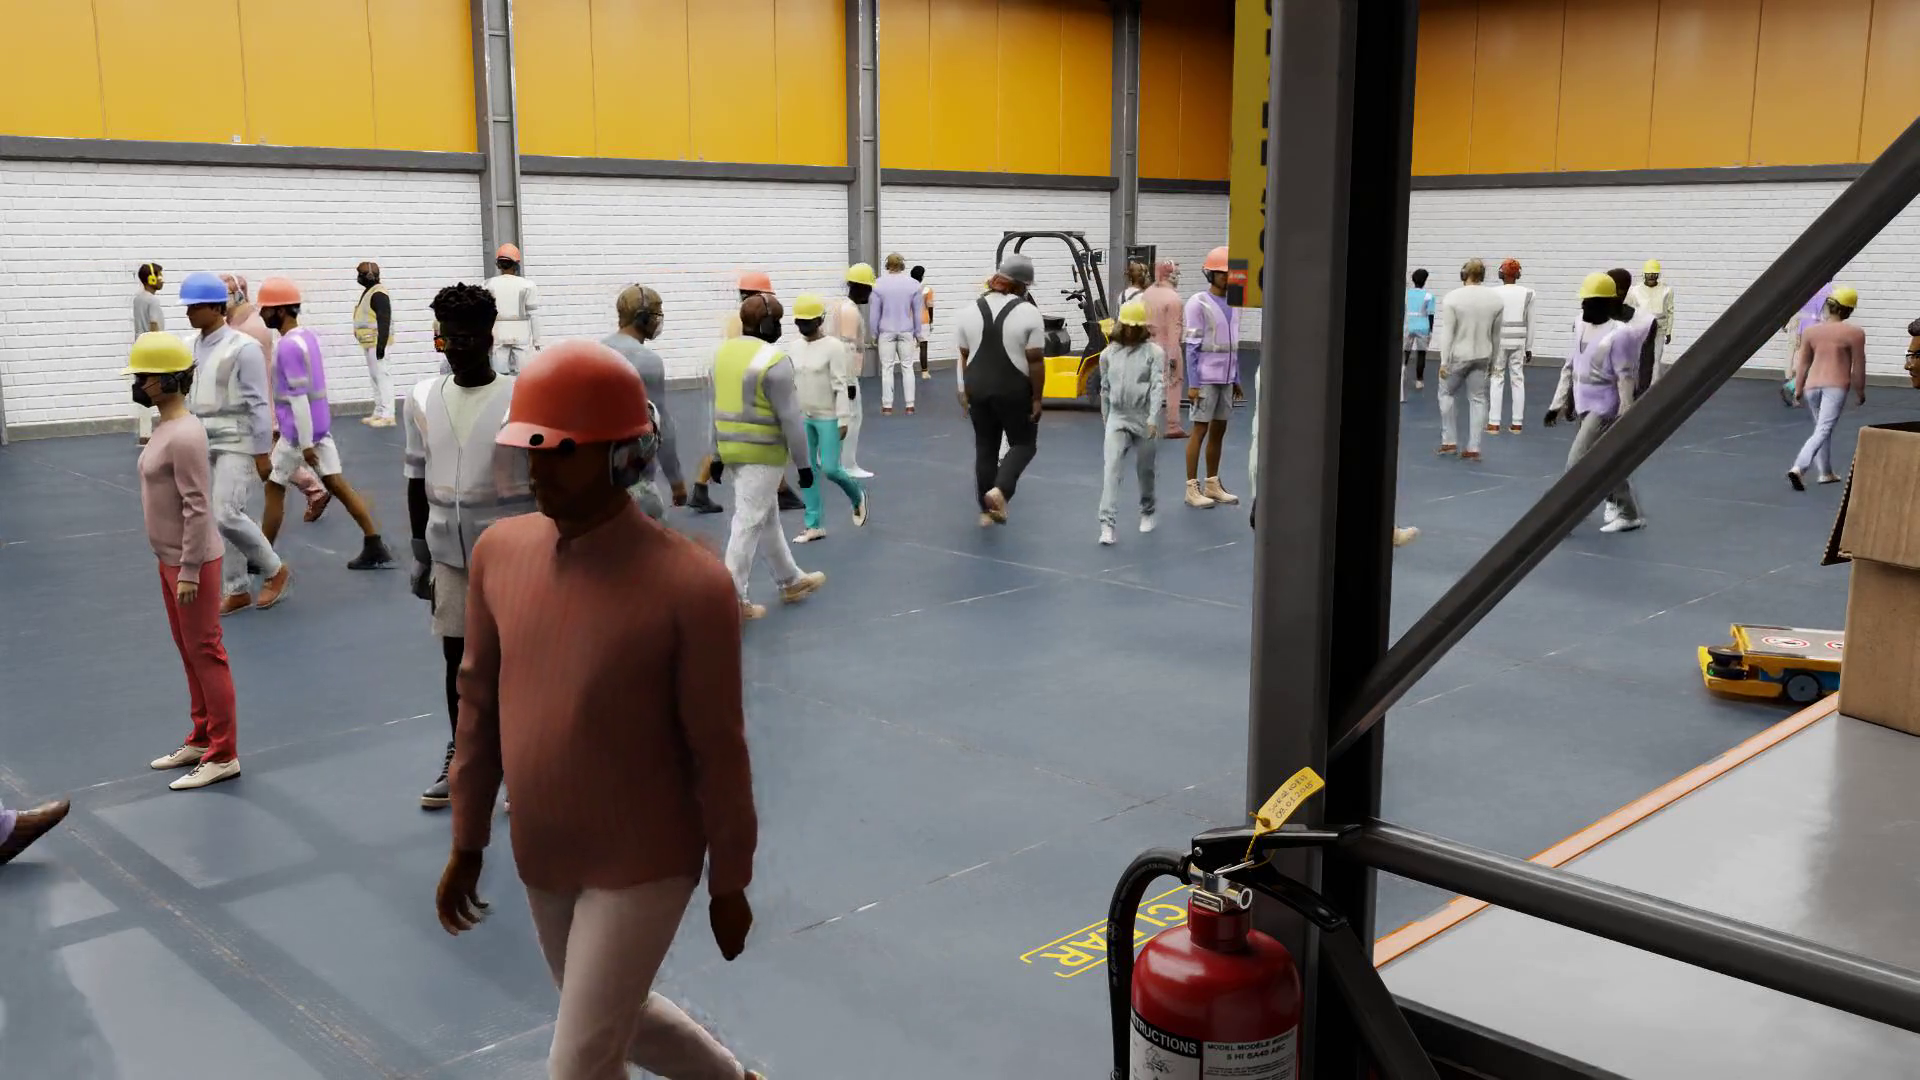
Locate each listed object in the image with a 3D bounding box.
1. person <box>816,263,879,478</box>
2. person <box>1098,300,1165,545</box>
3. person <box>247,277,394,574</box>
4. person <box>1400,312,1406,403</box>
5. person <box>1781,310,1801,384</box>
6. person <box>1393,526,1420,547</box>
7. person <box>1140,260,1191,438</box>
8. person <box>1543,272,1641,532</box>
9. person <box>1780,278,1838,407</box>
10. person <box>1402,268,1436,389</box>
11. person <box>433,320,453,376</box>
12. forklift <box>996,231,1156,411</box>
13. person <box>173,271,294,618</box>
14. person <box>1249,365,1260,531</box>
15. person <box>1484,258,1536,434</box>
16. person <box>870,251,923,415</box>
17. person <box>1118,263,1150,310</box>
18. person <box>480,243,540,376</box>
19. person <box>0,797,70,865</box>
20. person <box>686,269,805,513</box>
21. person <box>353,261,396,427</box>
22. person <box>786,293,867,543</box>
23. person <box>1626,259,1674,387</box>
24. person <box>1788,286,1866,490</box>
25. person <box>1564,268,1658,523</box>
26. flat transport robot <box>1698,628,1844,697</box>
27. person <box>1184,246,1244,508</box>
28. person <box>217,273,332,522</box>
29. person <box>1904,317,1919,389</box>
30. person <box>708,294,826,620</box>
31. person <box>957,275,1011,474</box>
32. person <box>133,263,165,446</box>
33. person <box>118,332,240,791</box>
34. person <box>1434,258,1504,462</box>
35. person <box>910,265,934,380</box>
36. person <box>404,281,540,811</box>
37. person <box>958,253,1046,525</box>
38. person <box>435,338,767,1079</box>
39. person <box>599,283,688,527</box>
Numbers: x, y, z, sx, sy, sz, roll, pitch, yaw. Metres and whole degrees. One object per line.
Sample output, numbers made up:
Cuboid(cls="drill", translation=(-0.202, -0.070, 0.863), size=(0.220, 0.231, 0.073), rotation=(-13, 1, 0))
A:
Cuboid(cls="person", translation=(-1.039, -1.470, 14.580), size=(0.682, 1.887, 0.629), rotation=(-2, 11, -8))
Cuboid(cls="person", translation=(1.211, -0.846, 11.722), size=(0.482, 1.695, 0.909), rotation=(3, 11, 15))
Cuboid(cls="person", translation=(-4.115, -0.704, 10.448), size=(1.031, 1.889, 0.552), rotation=(-1, 10, -3))
Cuboid(cls="person", translation=(5.441, -2.555, 21.181), size=(0.548, 1.619, 0.528), rotation=(2, 11, 11))
Cuboid(cls="person", translation=(11.972, -3.123, 23.646), size=(0.535, 1.868, 0.309), rotation=(7, 13, 35))
Cuboid(cls="person", translation=(2.667, -0.820, 11.299), size=(0.973, 1.787, 0.639), rotation=(5, 12, 27))
Cuboid(cls="person", translation=(2.072, -1.983, 17.390), size=(0.730, 1.881, 0.647), rotation=(-6, 12, -29))
Cuboid(cls="person", translation=(4.481, -0.948, 11.780), size=(1.005, 1.874, 0.593), rotation=(-1, 10, -7))
Cuboid(cls="person", translation=(10.553, -2.533, 20.562), size=(0.813, 1.822, 0.575), rotation=(-2, 11, -9))
Cuboid(cls="person", translation=(6.280, -2.903, 22.954), size=(0.539, 1.676, 0.566), rotation=(6, 12, 28))
Cuboid(cls="person", translation=(-3.315, -0.723, 11.283), size=(0.746, 1.602, 0.505), rotation=(1, 10, 5))
Cuboid(cls="forklift", translation=(1.222, -2.721, 20.561), size=(2.313, 2.155, 1.214), rotation=(2, 11, 13))
Cuboid(cls="person", translation=(-4.098, -0.515, 9.240), size=(0.605, 1.935, 0.426), rotation=(6, 12, 30))
Cuboid(cls="person", translation=(1.665, -0.260, 7.827), size=(0.652, 1.938, 1.019), rotation=(1, 10, 3))
Cuboid(cls="person", translation=(5.882, -2.076, 17.891), size=(0.581, 1.882, 0.339), rotation=(-1, 10, -3))
Cuboid(cls="person", translation=(-0.761, -2.447, 19.764), size=(0.635, 1.937, 0.354), rotation=(-2, 11, -10))
Cuboid(cls="person", translation=(1.935, -2.138, 18.384), size=(0.450, 1.825, 0.536), rotation=(-7, 12, -32))
Cuboid(cls="person", translation=(-4.805, -2.143, 17.824), size=(0.613, 2.041, 0.393), rotation=(-1, 10, -6))
Cuboid(cls="person", translation=(-3.367, 0.255, 5.247), size=(0.674, 1.851, 0.978), rotation=(10, 14, 44))
Cuboid(cls="person", translation=(-1.677, -1.136, 12.796), size=(0.996, 1.886, 0.544), rotation=(-5, 12, -26))
Cuboid(cls="person", translation=(-6.561, -2.192, 18.642), size=(0.430, 1.843, 0.625), rotation=(-6, 12, -30))
Cuboid(cls="person", translation=(-0.940, -0.859, 11.631), size=(0.548, 1.737, 0.602), rotation=(7, 12, 33))
Cuboid(cls="person", translation=(8.926, -2.718, 21.570), size=(0.592, 1.825, 0.403), rotation=(3, 11, 14))
Cuboid(cls="person", translation=(7.295, -1.288, 14.049), size=(0.906, 1.718, 0.513), rotation=(-7, 12, -32))
Cuboid(cls="person", translation=(4.754, -1.040, 12.220), size=(0.614, 1.891, 0.498), rotation=(7, 12, 33))
Cuboid(cls="flat transport robot", translation=(4.236, 0.595, 7.728), size=(1.431, 0.197, 0.652), rotation=(4, 11, 20))
Cuboid(cls="person", translation=(2.025, -1.274, 13.086), size=(0.610, 2.042, 0.396), rotation=(-9, 14, -40))
Cuboid(cls="person", translation=(-5.128, -1.009, 12.142), size=(0.897, 1.871, 0.645), rotation=(-9, 14, -42))
Cuboid(cls="person", translation=(3.538, 0.107, 6.065), size=(0.509, 1.860, 0.333), rotation=(-10, 14, -43))
Cuboid(cls="person", translation=(-1.048, -0.470, 9.358), size=(0.915, 1.799, 0.652), rotation=(-9, 14, -40))
Cuboid(cls="person", translation=(0.284, -1.318, 13.973), size=(0.633, 1.803, 0.631), rotation=(1, 10, 4))
Cuboid(cls="person", translation=(-8.102, -1.875, 16.890), size=(0.649, 1.848, 0.561), rotation=(-10, 14, -43))
Cuboid(cls="person", translation=(-3.032, 0.079, 6.463), size=(0.313, 1.769, 0.525), rotation=(-7, 13, -35))
Cuboid(cls="person", translation=(4.805, -1.717, 15.839), size=(0.650, 1.914, 0.678), rotation=(-2, 11, -11))
Cuboid(cls="person", translation=(-0.627, -3.222, 24.677), size=(0.524, 1.690, 0.320), rotation=(3, 11, 17))
Cuboid(cls="person", translation=(-1.764, 0.035, 6.158), size=(0.609, 1.965, 0.368), rotation=(2, 11, 11))
Cuboid(cls="person", translation=(0.302, -1.084, 12.054), size=(0.697, 2.000, 0.670), rotation=(5, 12, 26))
Cuboid(cls="person", translation=(-0.658, 0.575, 3.266), size=(0.613, 1.965, 0.967), rotation=(7, 12, 32))
Cuboid(cls="person", translation=(-1.599, -0.363, 8.562), size=(1.018, 1.879, 0.643), rotation=(-7, 13, -35))
